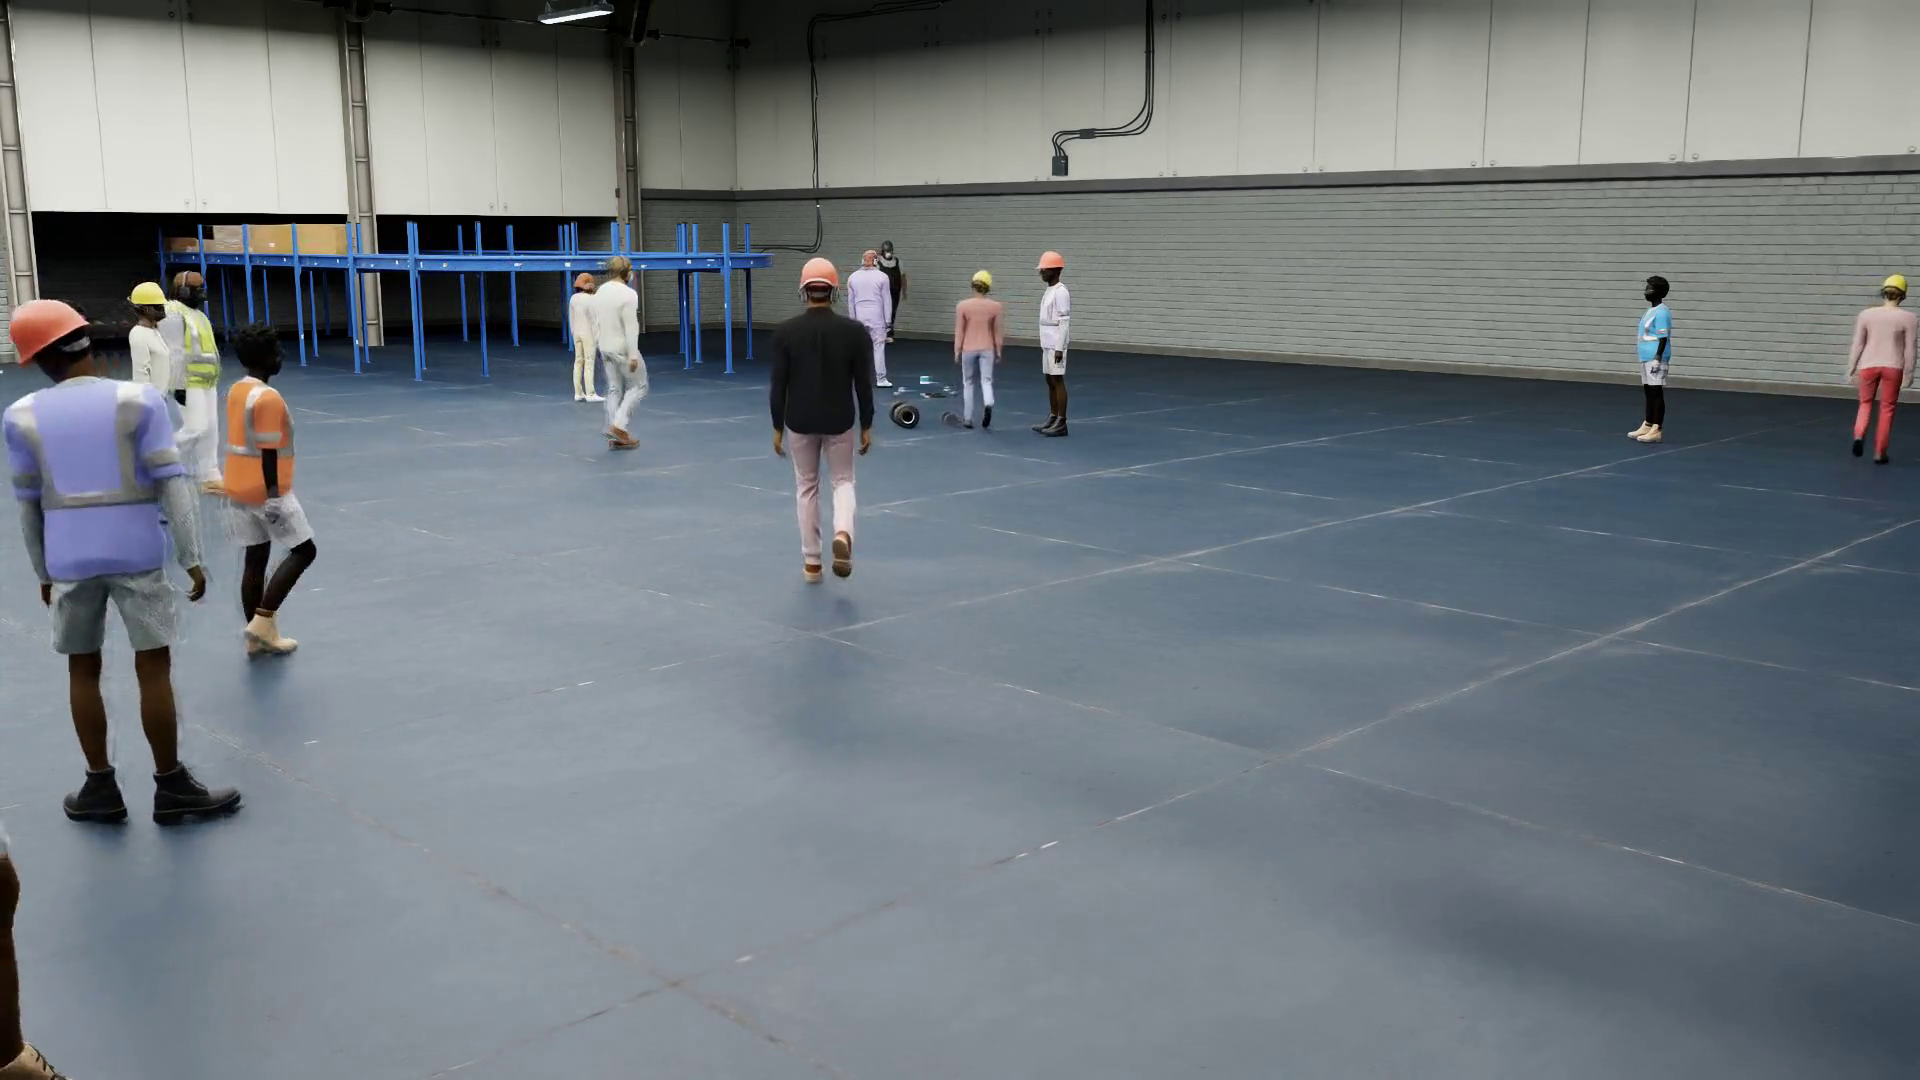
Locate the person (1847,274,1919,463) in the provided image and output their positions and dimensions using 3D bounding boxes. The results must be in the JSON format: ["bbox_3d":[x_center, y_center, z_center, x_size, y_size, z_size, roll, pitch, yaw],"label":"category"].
[{"bbox_3d":[8.605,-1.594,15.516,0.578,1.744,0.448,9,14,41],"label":"person"}]

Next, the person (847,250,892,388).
[{"bbox_3d":[-1.233,-3.077,23.188,0.639,1.904,0.409,4,11,19],"label":"person"}]

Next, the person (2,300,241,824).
[{"bbox_3d":[-3.017,0.082,6.023,0.709,1.889,0.387,-2,11,-11],"label":"person"}]

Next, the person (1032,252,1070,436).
[{"bbox_3d":[0.970,-2.084,17.675,0.362,1.935,0.553,-2,11,-13],"label":"person"}]

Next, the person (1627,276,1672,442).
[{"bbox_3d":[7.134,-1.864,17.128,0.321,1.697,0.529,1,10,7],"label":"person"}]

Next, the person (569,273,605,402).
[{"bbox_3d":[-4.787,-2.595,21.288,0.505,1.631,0.278,9,13,39],"label":"person"}]

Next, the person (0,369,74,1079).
[{"bbox_3d":[-2.395,0.463,3.606,0.878,2.018,0.618,-6,12,-31],"label":"person"}]

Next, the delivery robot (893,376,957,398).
[{"bbox_3d":[-0.396,-1.712,18.571,0.698,0.223,0.335,-2,11,-11],"label":"delivery robot"}]

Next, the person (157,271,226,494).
[{"bbox_3d":[-6.300,-1.272,13.549,0.579,1.828,0.641,0,10,-2],"label":"person"}]

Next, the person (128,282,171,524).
[{"bbox_3d":[-5.962,-1.018,12.328,0.324,1.767,0.533,-3,11,-15],"label":"person"}]

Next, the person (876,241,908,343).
[{"bbox_3d":[-1.366,-4.834,32.505,0.697,2.000,0.921,-4,11,-22],"label":"person"}]

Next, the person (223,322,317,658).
[{"bbox_3d":[-3.458,-0.241,8.301,0.537,1.686,0.363,10,15,44],"label":"person"}]

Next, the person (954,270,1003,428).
[{"bbox_3d":[0.206,-2.074,18.169,0.545,1.739,0.672,-1,10,-4],"label":"person"}]

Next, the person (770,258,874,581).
[{"bbox_3d":[-0.834,-0.706,10.063,0.634,1.978,0.647,-1,10,-7],"label":"person"}]

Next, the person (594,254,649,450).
[{"bbox_3d":[-3.341,-1.849,16.448,0.628,1.926,0.427,9,14,41],"label":"person"}]
